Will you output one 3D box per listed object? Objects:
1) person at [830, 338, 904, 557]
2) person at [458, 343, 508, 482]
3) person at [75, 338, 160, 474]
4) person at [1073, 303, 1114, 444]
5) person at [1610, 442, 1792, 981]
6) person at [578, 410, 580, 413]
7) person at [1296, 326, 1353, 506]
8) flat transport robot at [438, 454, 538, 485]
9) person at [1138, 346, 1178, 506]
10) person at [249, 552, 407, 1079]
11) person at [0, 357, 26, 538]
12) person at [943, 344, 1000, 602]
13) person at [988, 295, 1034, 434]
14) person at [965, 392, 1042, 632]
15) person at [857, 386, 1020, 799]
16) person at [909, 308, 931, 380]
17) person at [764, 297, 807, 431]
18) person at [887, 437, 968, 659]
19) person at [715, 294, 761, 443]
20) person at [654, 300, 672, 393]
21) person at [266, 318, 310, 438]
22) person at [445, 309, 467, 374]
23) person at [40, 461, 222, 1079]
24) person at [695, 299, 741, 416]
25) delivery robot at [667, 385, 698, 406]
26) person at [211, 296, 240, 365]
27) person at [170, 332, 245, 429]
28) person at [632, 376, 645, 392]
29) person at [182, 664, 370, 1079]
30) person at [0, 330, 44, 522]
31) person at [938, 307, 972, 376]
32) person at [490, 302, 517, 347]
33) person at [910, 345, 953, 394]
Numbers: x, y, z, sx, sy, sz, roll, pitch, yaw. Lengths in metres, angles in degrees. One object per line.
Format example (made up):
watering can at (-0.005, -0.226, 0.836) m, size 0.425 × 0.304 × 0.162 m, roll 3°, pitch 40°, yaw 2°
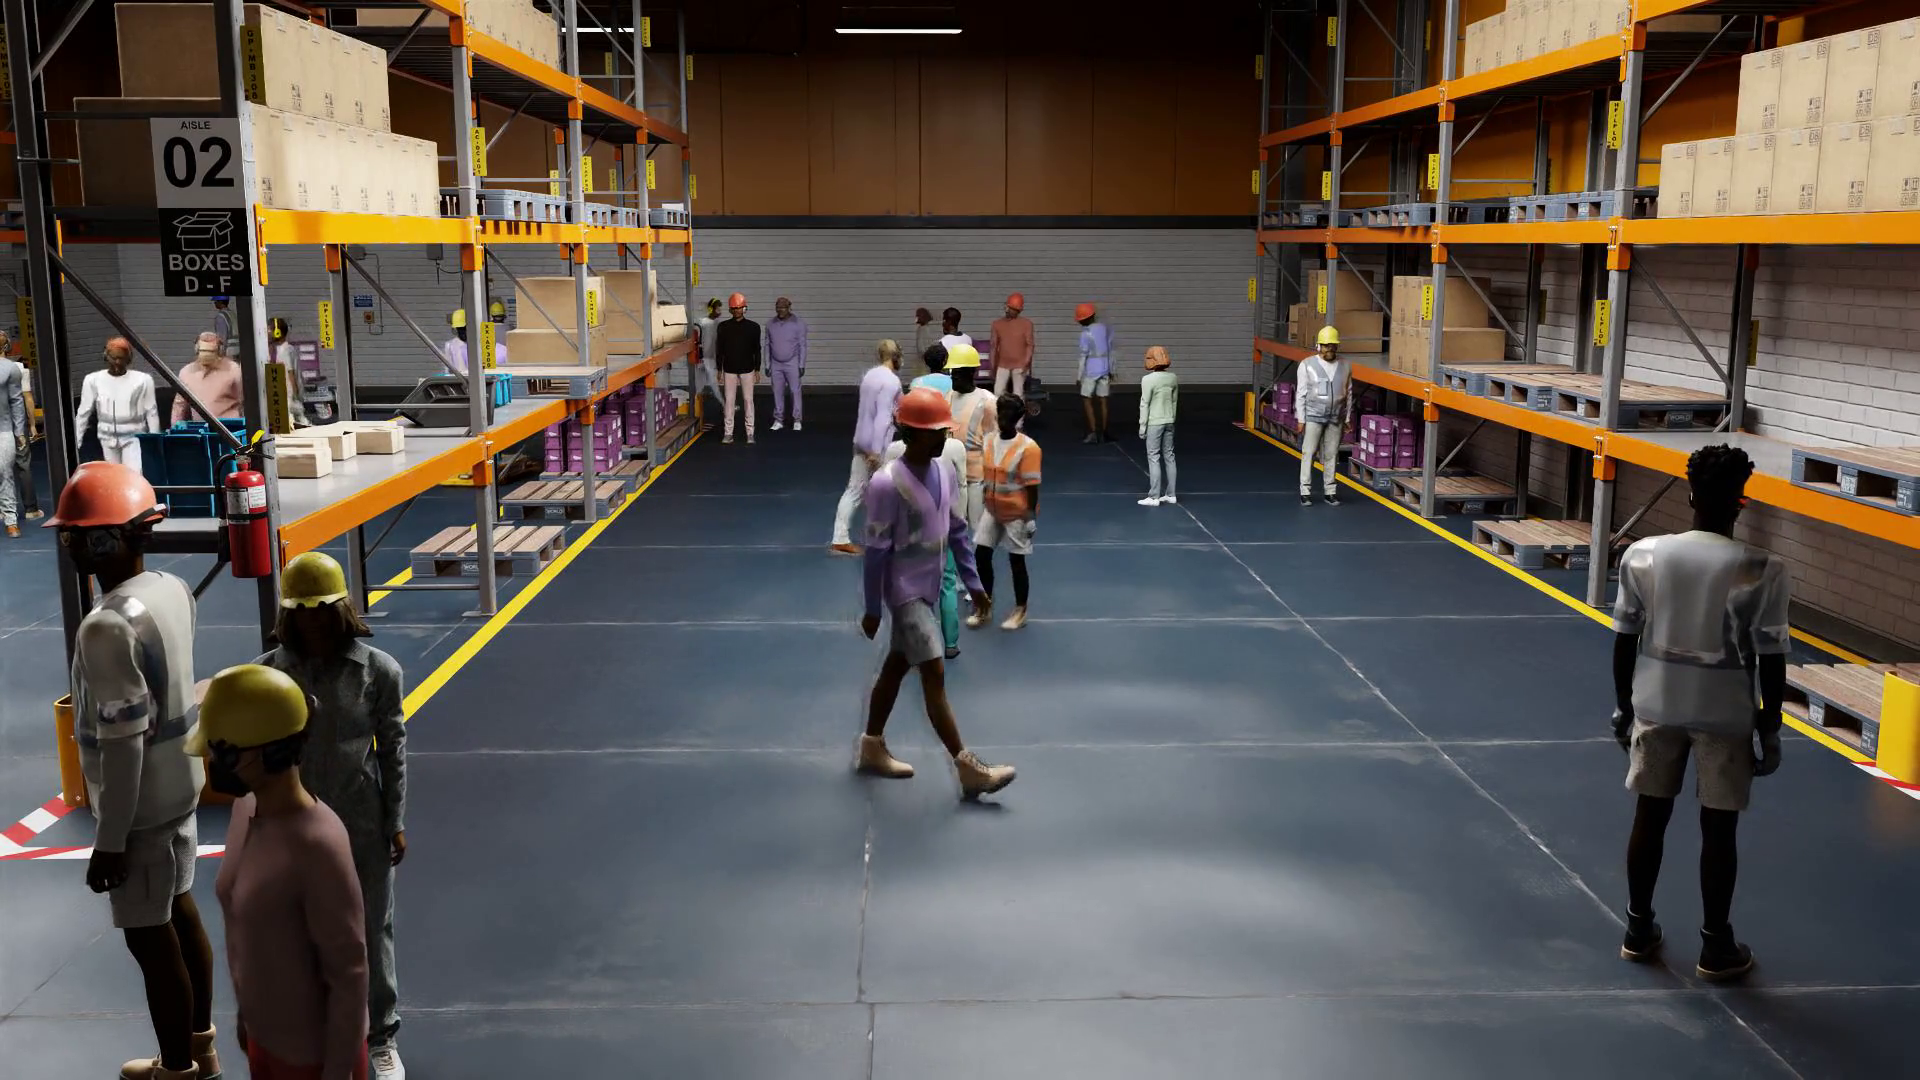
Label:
person at (-0.686, -0.792, 14.279) m, size 1.082 × 1.851 × 0.635 m, roll -6°, pitch 12°, yaw -30°
person at (-5.294, -1.556, 18.553) m, size 0.564 × 1.847 × 0.395 m, roll -6°, pitch 12°, yaw -29°
person at (-7.388, -0.825, 14.507) m, size 0.696 × 1.846 × 0.851 m, roll -1°, pitch 10°, yaw -5°
person at (1.821, -2.221, 22.193) m, size 0.682 × 1.886 × 0.372 m, roll -9°, pitch 13°, yaw -40°
person at (2.699, 0.621, 6.096) m, size 0.614 × 1.962 × 0.366 m, roll 9°, pitch 13°, yaw 41°
person at (-6.253, -2.930, 26.241) m, size 0.935 × 1.856 × 0.617 m, roll 6°, pitch 12°, yaw 29°
person at (3.717, -1.257, 16.925) m, size 0.591 × 1.833 × 0.404 m, roll -1°, pitch 10°, yaw -8°
flat transport robot at (-5.333, -0.801, 18.737) m, size 0.652 × 0.197 × 1.431 m, roll 1°, pitch 10°, yaw 7°
person at (2.026, -1.165, 17.004) m, size 0.497 × 1.626 × 0.288 m, roll -9°, pitch 13°, yaw -40°
person at (-1.970, 0.894, 5.197) m, size 0.486 × 1.744 × 0.294 m, roll -3°, pitch 11°, yaw -17°
person at (-8.768, -0.964, 15.004) m, size 0.629 × 1.939 × 0.374 m, roll -6°, pitch 12°, yaw -31°
person at (0.040, -0.502, 12.459) m, size 0.585 × 1.929 × 0.375 m, roll 9°, pitch 14°, yaw 42°
person at (0.694, -2.411, 23.013) m, size 0.653 × 1.957 × 0.491 m, roll 2°, pitch 10°, yaw 11°
person at (0.338, -0.179, 11.350) m, size 0.563 × 1.668 × 0.466 m, roll 9°, pitch 14°, yaw 41°
person at (-0.113, 0.255, 8.083) m, size 1.042 × 1.986 × 0.613 m, roll 5°, pitch 11°, yaw 28°
person at (-0.614, -2.907, 26.687) m, size 0.356 × 1.617 × 0.535 m, roll -3°, pitch 11°, yaw -18°
person at (-2.494, -2.498, 23.665) m, size 0.645 × 1.901 × 0.399 m, roll 2°, pitch 10°, yaw 13°
person at (-0.213, -0.098, 10.685) m, size 0.523 × 1.760 × 0.325 m, roll -1°, pitch 10°, yaw -6°
person at (-2.950, -2.276, 22.155) m, size 0.609 × 1.995 × 0.376 m, roll 0°, pitch 10°, yaw -1°
person at (-4.592, -2.697, 25.022) m, size 0.659 × 1.814 × 0.670 m, roll 1°, pitch 10°, yaw 3°
person at (-7.698, -1.598, 18.875) m, size 0.971 × 1.811 × 0.556 m, roll -3°, pitch 11°, yaw -14°
person at (-5.613, -1.688, 19.112) m, size 0.625 × 1.913 × 0.410 m, roll 2°, pitch 10°, yaw 9°
person at (-2.484, 0.778, 5.006) m, size 0.376 × 2.044 × 0.607 m, roll -2°, pitch 10°, yaw -10°
person at (-3.792, -2.779, 25.474) m, size 0.987 × 1.806 × 0.538 m, roll 4°, pitch 11°, yaw 20°
delivery robot at (-4.196, -2.059, 24.698) m, size 0.477 × 0.478 × 0.707 m, roll 8°, pitch 13°, yaw 39°
person at (-11.423, -2.932, 25.938) m, size 0.402 × 1.949 × 0.605 m, roll 0°, pitch 10°, yaw -2°
person at (-6.745, -0.924, 14.954) m, size 0.670 × 1.868 × 0.795 m, roll 2°, pitch 10°, yaw 10°
person at (-4.918, -3.004, 26.082) m, size 0.536 × 2.000 × 0.688 m, roll 2°, pitch 10°, yaw 12°
person at (-1.529, 1.138, 3.781) m, size 0.330 × 1.765 × 0.533 m, roll -10°, pitch 14°, yaw -43°
person at (-9.148, -1.090, 15.971) m, size 0.508 × 1.845 × 0.345 m, roll -3°, pitch 11°, yaw -17°
person at (-0.072, -1.748, 19.426) m, size 0.392 × 1.920 × 0.593 m, roll 6°, pitch 12°, yaw 30°
person at (-6.464, -2.420, 23.410) m, size 0.602 × 1.829 × 0.404 m, roll -2°, pitch 10°, yaw -13°
person at (-0.225, -1.025, 16.006) m, size 0.537 × 1.698 × 0.320 m, roll -2°, pitch 10°, yaw -9°
